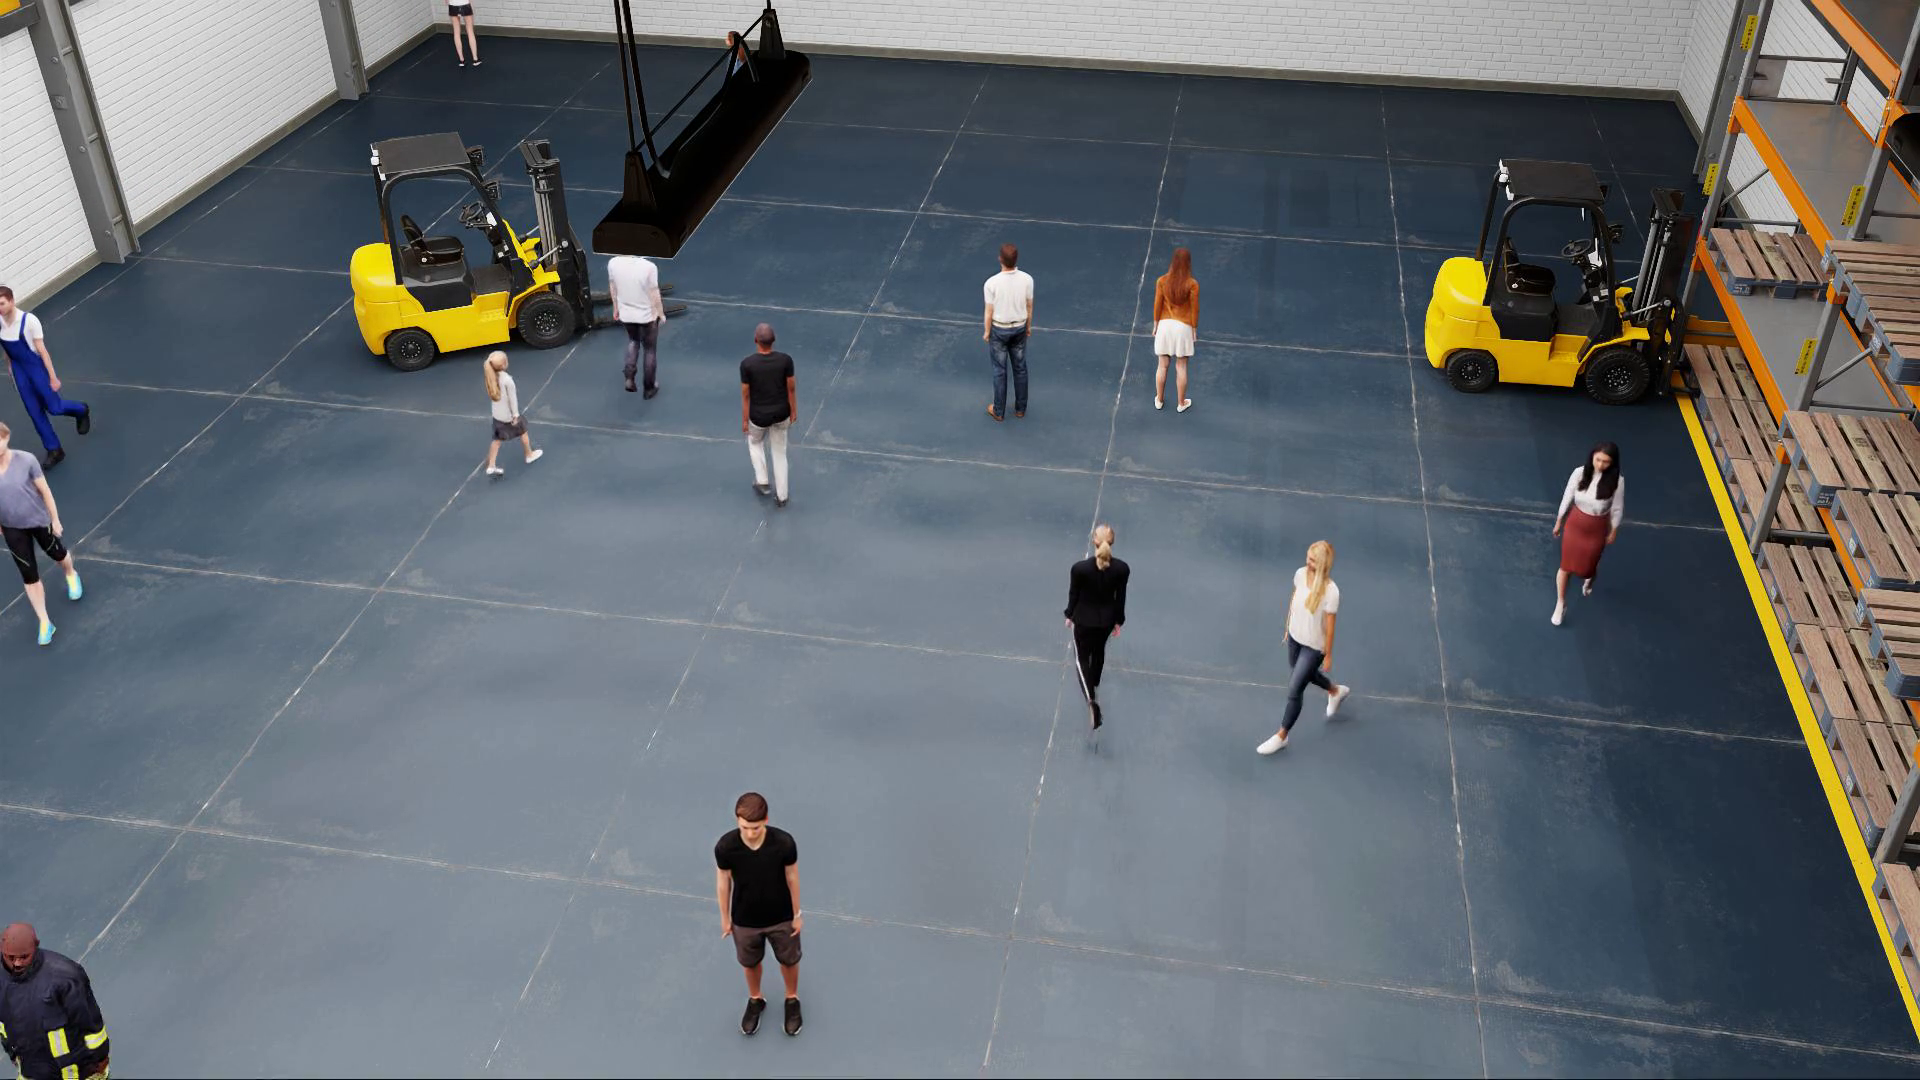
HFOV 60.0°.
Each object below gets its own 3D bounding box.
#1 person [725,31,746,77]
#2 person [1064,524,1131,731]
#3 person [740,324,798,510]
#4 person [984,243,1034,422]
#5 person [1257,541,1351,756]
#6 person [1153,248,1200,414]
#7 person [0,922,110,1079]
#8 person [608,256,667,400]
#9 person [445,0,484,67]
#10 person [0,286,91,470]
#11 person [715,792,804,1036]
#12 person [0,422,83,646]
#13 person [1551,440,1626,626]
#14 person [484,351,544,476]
[{"bbox_3d":[-3.105,-6.357,23.209,0.654,1.475,0.505,-2,34,-3],"label":"person"},{"bbox_3d":[1.010,0.667,12.456,0.826,1.681,1.066,-5,34,-7],"label":"person"},{"bbox_3d":[-1.701,-1.067,14.969,0.844,1.788,0.908,-9,35,-14],"label":"person"},{"bbox_3d":[0.481,-2.050,16.386,0.749,1.856,0.741,-10,35,-14],"label":"person"},{"bbox_3d":[2.632,0.753,12.233,1.093,1.785,1.119,-16,37,-22],"label":"person"},{"bbox_3d":[2.142,-2.090,16.568,0.645,1.722,0.621,12,35,17],"label":"person"},{"bbox_3d":[-5.033,2.744,9.220,0.854,1.805,0.793,15,36,21],"label":"person"},{"bbox_3d":[-3.257,-2.206,16.654,0.688,1.819,0.737,8,35,12],"label":"person"},{"bbox_3d":[-7.771,-8.255,25.817,0.600,1.749,0.579,-1,34,-2],"label":"person"},{"bbox_3d":[-8.729,-1.619,15.760,0.627,1.831,0.982,5,34,7],"label":"person"},{"bbox_3d":[-1.166,2.209,9.974,0.697,1.860,0.657,-2,34,-3],"label":"person"},{"bbox_3d":[-7.574,-0.169,13.567,1.050,1.845,1.323,-10,35,-14],"label":"person"},{"bbox_3d":[5.125,-0.089,13.545,0.798,1.736,0.882,24,40,31],"label":"person"},{"bbox_3d":[-4.316,-1.177,15.615,0.685,1.256,0.926,17,37,23],"label":"person"}]
